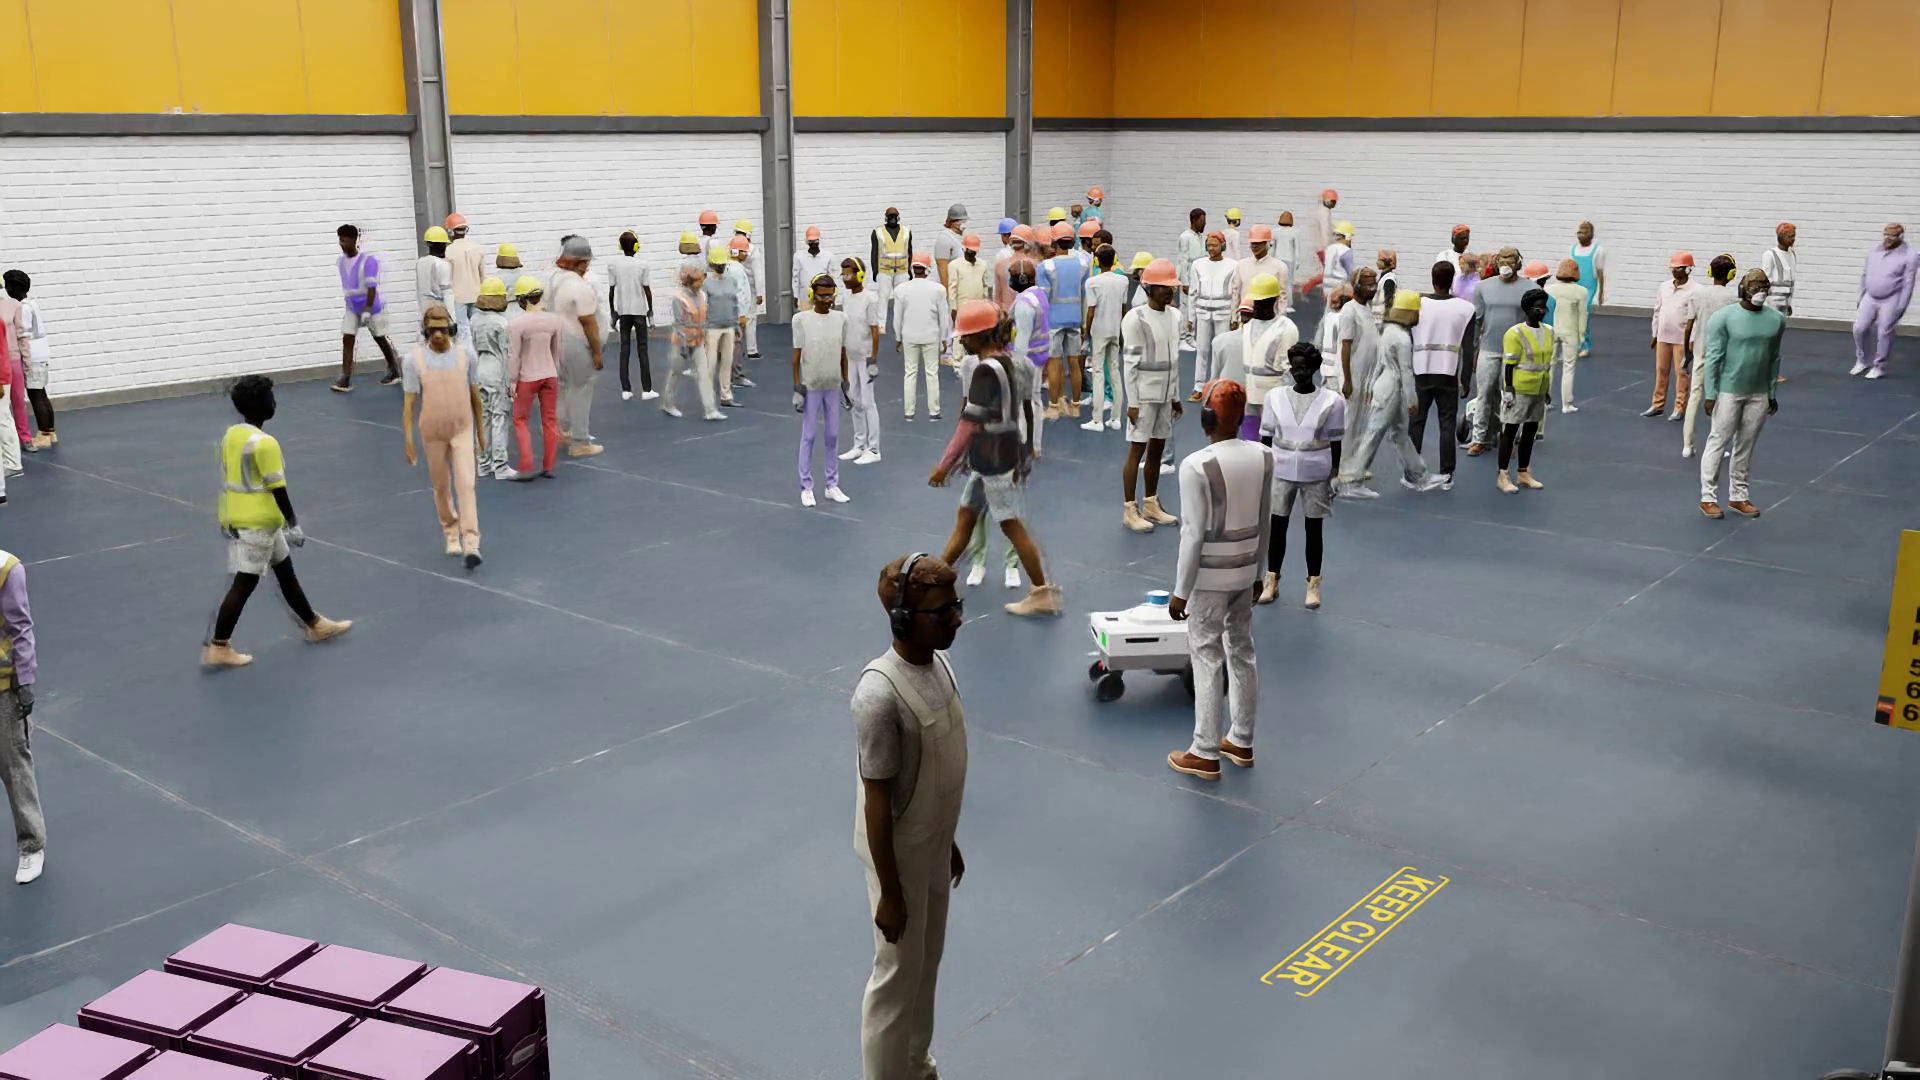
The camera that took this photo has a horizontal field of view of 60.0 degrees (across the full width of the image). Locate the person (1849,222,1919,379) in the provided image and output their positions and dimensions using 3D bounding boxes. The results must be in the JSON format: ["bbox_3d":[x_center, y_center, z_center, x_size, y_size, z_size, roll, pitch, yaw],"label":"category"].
[{"bbox_3d":[11.026,-2.850,19.876,0.499,1.879,0.664,-10,17,-34],"label":"person"}]

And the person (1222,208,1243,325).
[{"bbox_3d":[4.150,-4.175,25.415,0.310,1.768,0.533,-5,15,-19],"label":"person"}]

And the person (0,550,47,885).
[{"bbox_3d":[-3.948,0.584,6.644,0.514,1.645,0.307,-2,14,-7],"label":"person"}]

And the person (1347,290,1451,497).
[{"bbox_3d":[3.620,-1.175,13.542,0.885,1.699,0.492,1,14,5],"label":"person"}]

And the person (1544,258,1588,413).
[{"bbox_3d":[6.406,-2.170,17.672,0.499,1.633,0.280,12,18,39],"label":"person"}]

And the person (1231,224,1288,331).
[{"bbox_3d":[3.125,-2.306,17.483,0.613,1.994,0.381,9,16,31],"label":"person"}]

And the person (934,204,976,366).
[{"bbox_3d":[-0.012,-3.250,21.161,0.536,2.000,0.688,7,16,25],"label":"person"}]

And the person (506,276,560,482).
[{"bbox_3d":[-3.652,-1.376,14.259,0.330,1.757,0.538,12,19,40],"label":"person"}]

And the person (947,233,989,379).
[{"bbox_3d":[0.118,-2.815,20.022,0.563,1.743,0.334,-9,17,-33],"label":"person"}]

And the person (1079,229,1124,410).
[{"bbox_3d":[1.535,-2.359,17.850,0.391,1.920,0.593,-8,16,-28],"label":"person"}]

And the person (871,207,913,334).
[{"bbox_3d":[-0.982,-3.925,24.264,0.635,1.842,0.429,-4,14,-14],"label":"person"}]

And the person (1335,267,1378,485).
[{"bbox_3d":[3.366,-1.393,14.137,0.330,1.844,0.520,8,16,30],"label":"person"}]

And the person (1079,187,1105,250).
[{"bbox_3d":[2.202,-4.830,27.566,0.393,1.995,0.612,-7,16,-26],"label":"person"}]

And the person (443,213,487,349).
[{"bbox_3d":[-5.863,-2.845,19.640,0.385,1.993,0.611,12,18,39],"label":"person"}]

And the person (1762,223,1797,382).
[{"bbox_3d":[9.656,-2.796,19.666,0.587,1.882,0.341,-10,17,-34],"label":"person"}]

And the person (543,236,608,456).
[{"bbox_3d":[-3.503,-1.792,15.336,0.538,2.000,0.680,-10,17,-34],"label":"person"}]

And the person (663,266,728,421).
[{"bbox_3d":[-2.793,-2.033,17.214,0.856,1.587,0.529,10,17,35],"label":"person"}]

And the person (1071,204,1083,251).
[{"bbox_3d":[2.091,-5.101,29.395,0.312,1.634,0.514,3,14,10],"label":"person"}]

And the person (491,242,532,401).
[{"bbox_3d":[-4.960,-2.416,18.433,0.493,1.742,0.300,-11,18,-38],"label":"person"}]

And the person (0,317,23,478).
[{"bbox_3d":[-8.422,-1.404,14.399,0.575,1.739,0.350,12,19,40],"label":"person"}]

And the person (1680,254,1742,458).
[{"bbox_3d":[6.869,-1.668,15.189,0.532,1.868,0.310,11,18,38],"label":"person"}]

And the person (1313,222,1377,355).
[{"bbox_3d":[4.973,-3.202,21.490,0.973,1.766,0.596,-2,14,-6],"label":"person"}]

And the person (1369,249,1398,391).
[{"bbox_3d":[4.798,-2.464,18.833,0.308,1.641,0.516,1,14,5],"label":"person"}]

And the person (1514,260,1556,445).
[{"bbox_3d":[5.450,-1.786,15.893,0.343,1.749,0.573,11,18,38],"label":"person"}]

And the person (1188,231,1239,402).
[{"bbox_3d":[2.777,-2.433,18.212,0.584,1.882,0.337,6,15,23],"label":"person"}]

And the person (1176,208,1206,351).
[{"bbox_3d":[3.126,-3.527,22.542,0.384,1.910,0.594,9,17,33],"label":"person"}]

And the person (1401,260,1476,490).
[{"bbox_3d":[3.991,-1.374,13.945,0.593,1.907,0.407,4,15,16],"label":"person"}]

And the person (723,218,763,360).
[{"bbox_3d":[-2.805,-3.246,21.588,0.595,1.825,0.403,8,16,29],"label":"person"}]

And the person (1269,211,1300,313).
[{"bbox_3d":[5.275,-4.522,27.070,0.509,1.632,0.267,6,15,21],"label":"person"}]

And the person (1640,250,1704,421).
[{"bbox_3d":[7.383,-2.111,17.191,0.326,1.752,0.559,-9,16,-31],"label":"person"}]

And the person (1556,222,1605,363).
[{"bbox_3d":[8.036,-3.207,21.510,0.992,1.795,0.533,-12,18,-39],"label":"person"}]

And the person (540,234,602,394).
[{"bbox_3d":[-3.927,-2.118,16.855,0.628,1.932,0.619,-5,15,-18],"label":"person"}]

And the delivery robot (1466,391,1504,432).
[{"bbox_3d":[5.157,-1.278,16.103,0.477,0.478,0.707,9,16,31],"label":"delivery robot"}]

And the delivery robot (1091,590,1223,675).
[{"bbox_3d":[1.066,0.514,8.943,0.707,0.478,0.477,-1,14,-5],"label":"delivery robot"}]

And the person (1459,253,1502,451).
[{"bbox_3d":[4.960,-1.755,15.577,0.388,1.848,0.564,9,17,32],"label":"person"}]

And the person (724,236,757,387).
[{"bbox_3d":[-2.577,-2.670,19.442,0.338,1.743,0.560,-4,15,-17],"label":"person"}]

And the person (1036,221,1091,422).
[{"bbox_3d":[1.038,-2.237,17.110,0.605,2.044,0.374,-6,15,-24],"label":"person"}]

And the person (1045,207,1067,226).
[{"bbox_3d":[1.329,-3.524,22.486,0.382,1.924,0.594,4,14,14],"label":"person"}]
